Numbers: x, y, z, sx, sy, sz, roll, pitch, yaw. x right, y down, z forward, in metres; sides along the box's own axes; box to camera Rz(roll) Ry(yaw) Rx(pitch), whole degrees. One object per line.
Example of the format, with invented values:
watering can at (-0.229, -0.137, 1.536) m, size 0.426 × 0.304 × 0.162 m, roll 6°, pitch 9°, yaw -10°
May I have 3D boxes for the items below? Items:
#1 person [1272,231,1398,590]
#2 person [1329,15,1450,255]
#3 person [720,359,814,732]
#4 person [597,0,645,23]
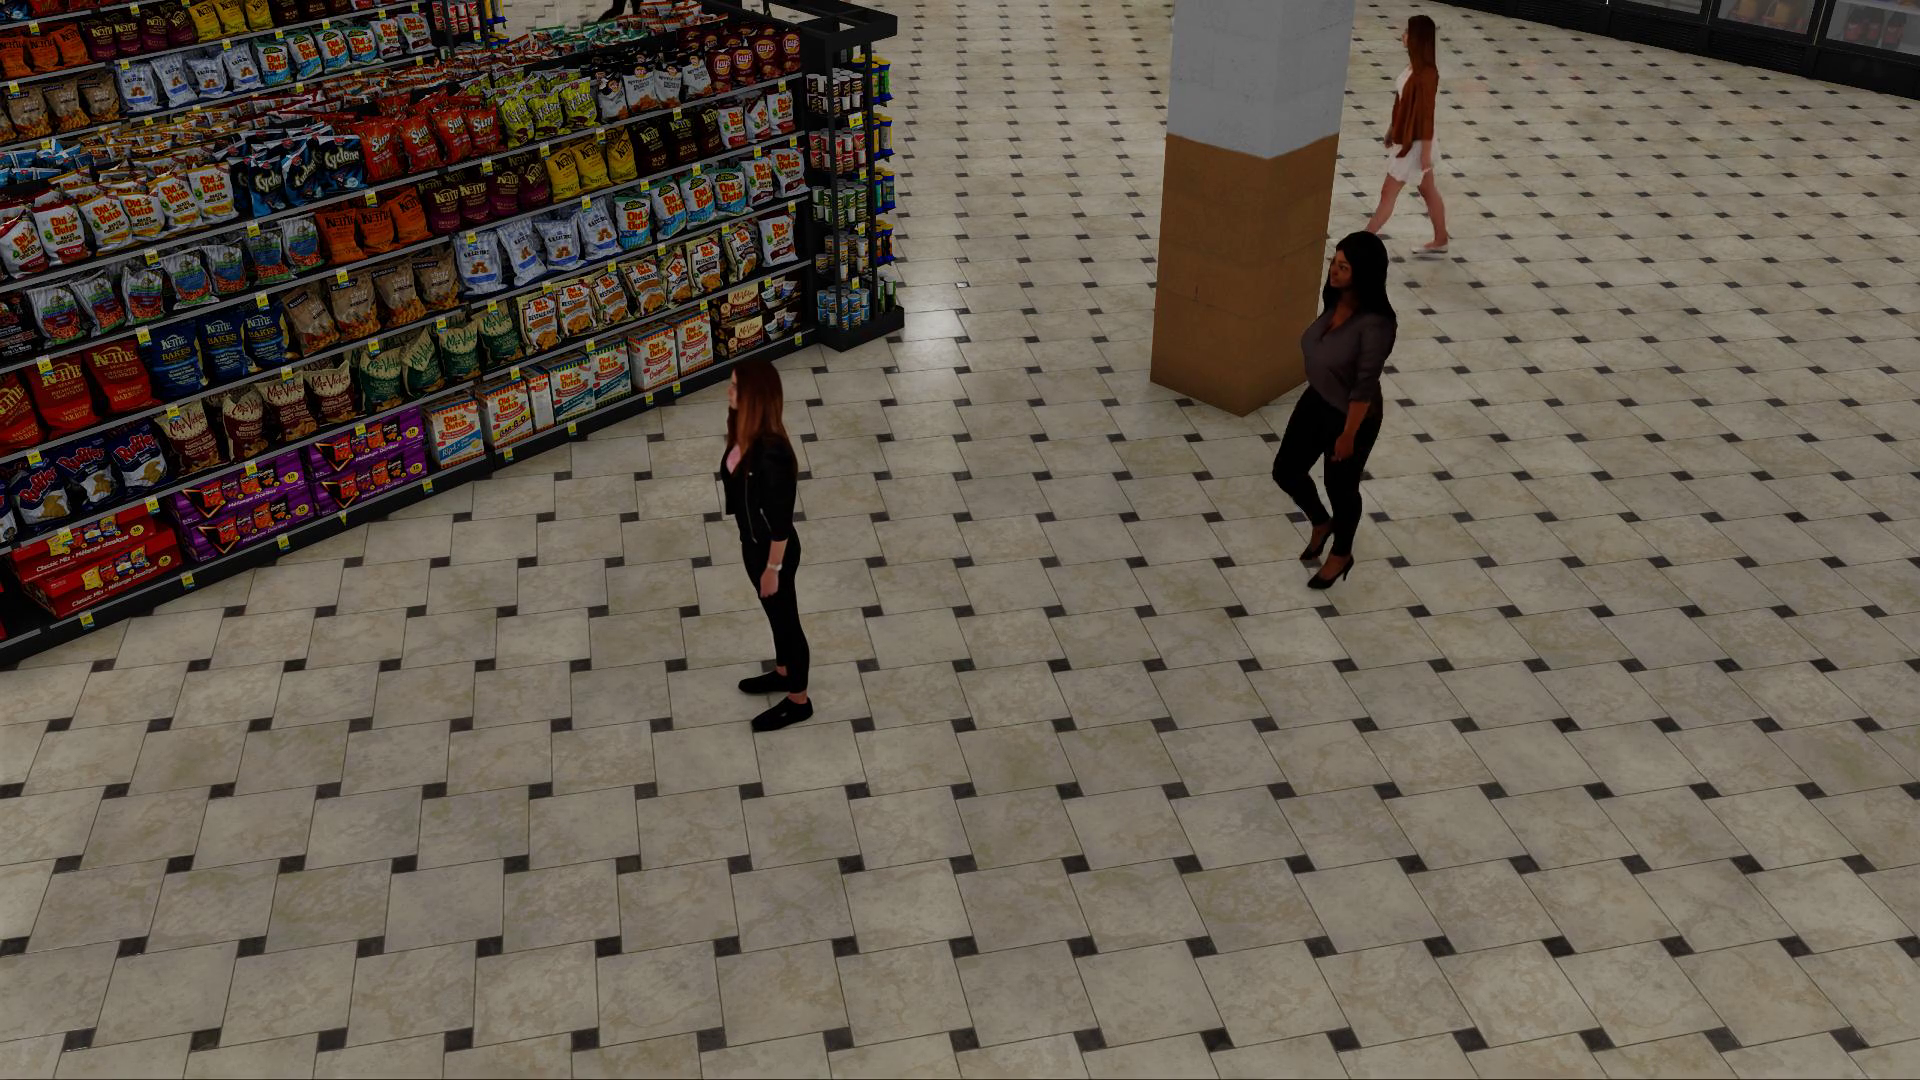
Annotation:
person at (1.868, -0.579, 7.821) m, size 0.769 × 1.828 × 0.750 m, roll -12°, pitch 34°, yaw -19°
person at (3.197, -2.702, 11.377) m, size 1.122 × 1.675 × 1.116 m, roll 3°, pitch 32°, yaw 5°
person at (-0.785, 0.013, 6.978) m, size 0.684 × 1.712 × 0.684 m, roll -9°, pitch 33°, yaw -13°
person at (-3.278, -5.369, 15.871) m, size 0.888 × 1.457 × 0.977 m, roll 12°, pitch 34°, yaw 19°
